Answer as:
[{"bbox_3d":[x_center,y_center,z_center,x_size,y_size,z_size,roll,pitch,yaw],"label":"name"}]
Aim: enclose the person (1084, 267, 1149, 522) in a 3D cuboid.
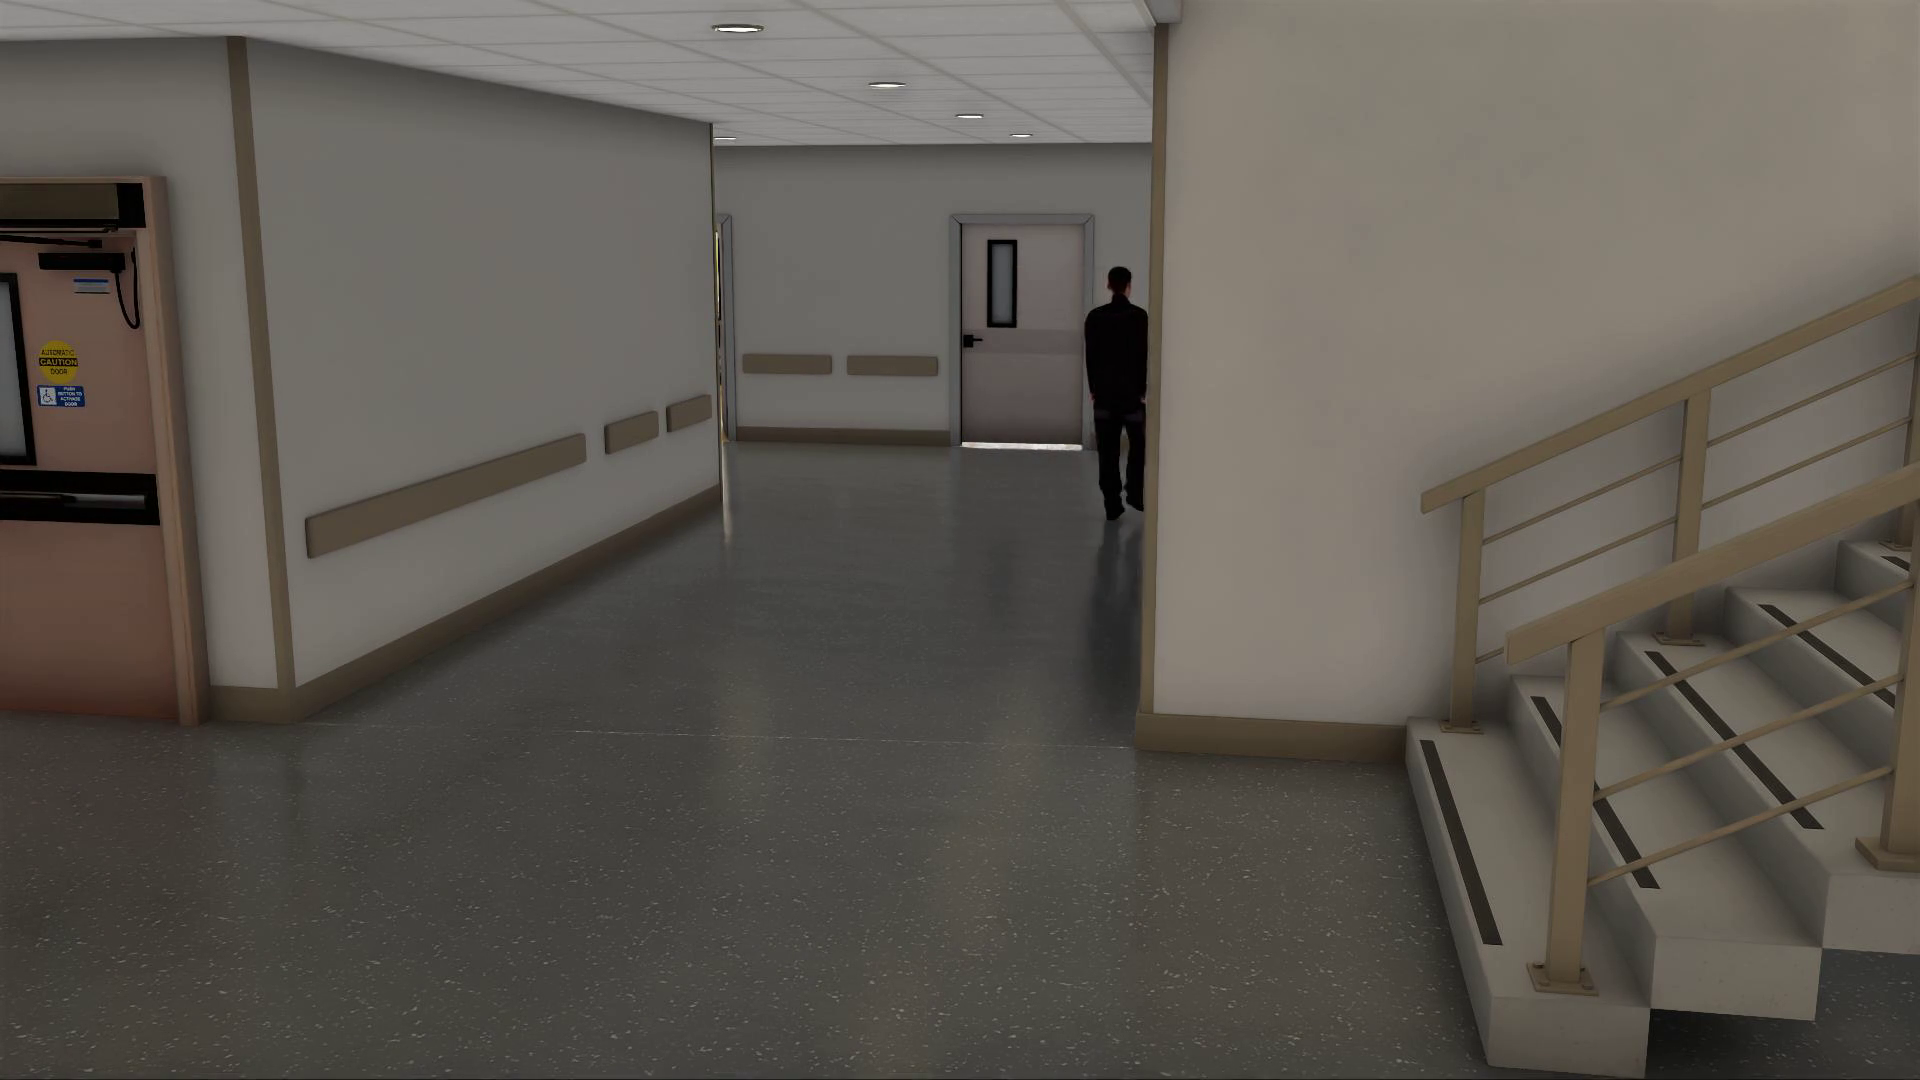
[{"bbox_3d":[1.178,-1.084,12.480,0.666,1.895,0.783,5,12,24],"label":"person"}]
